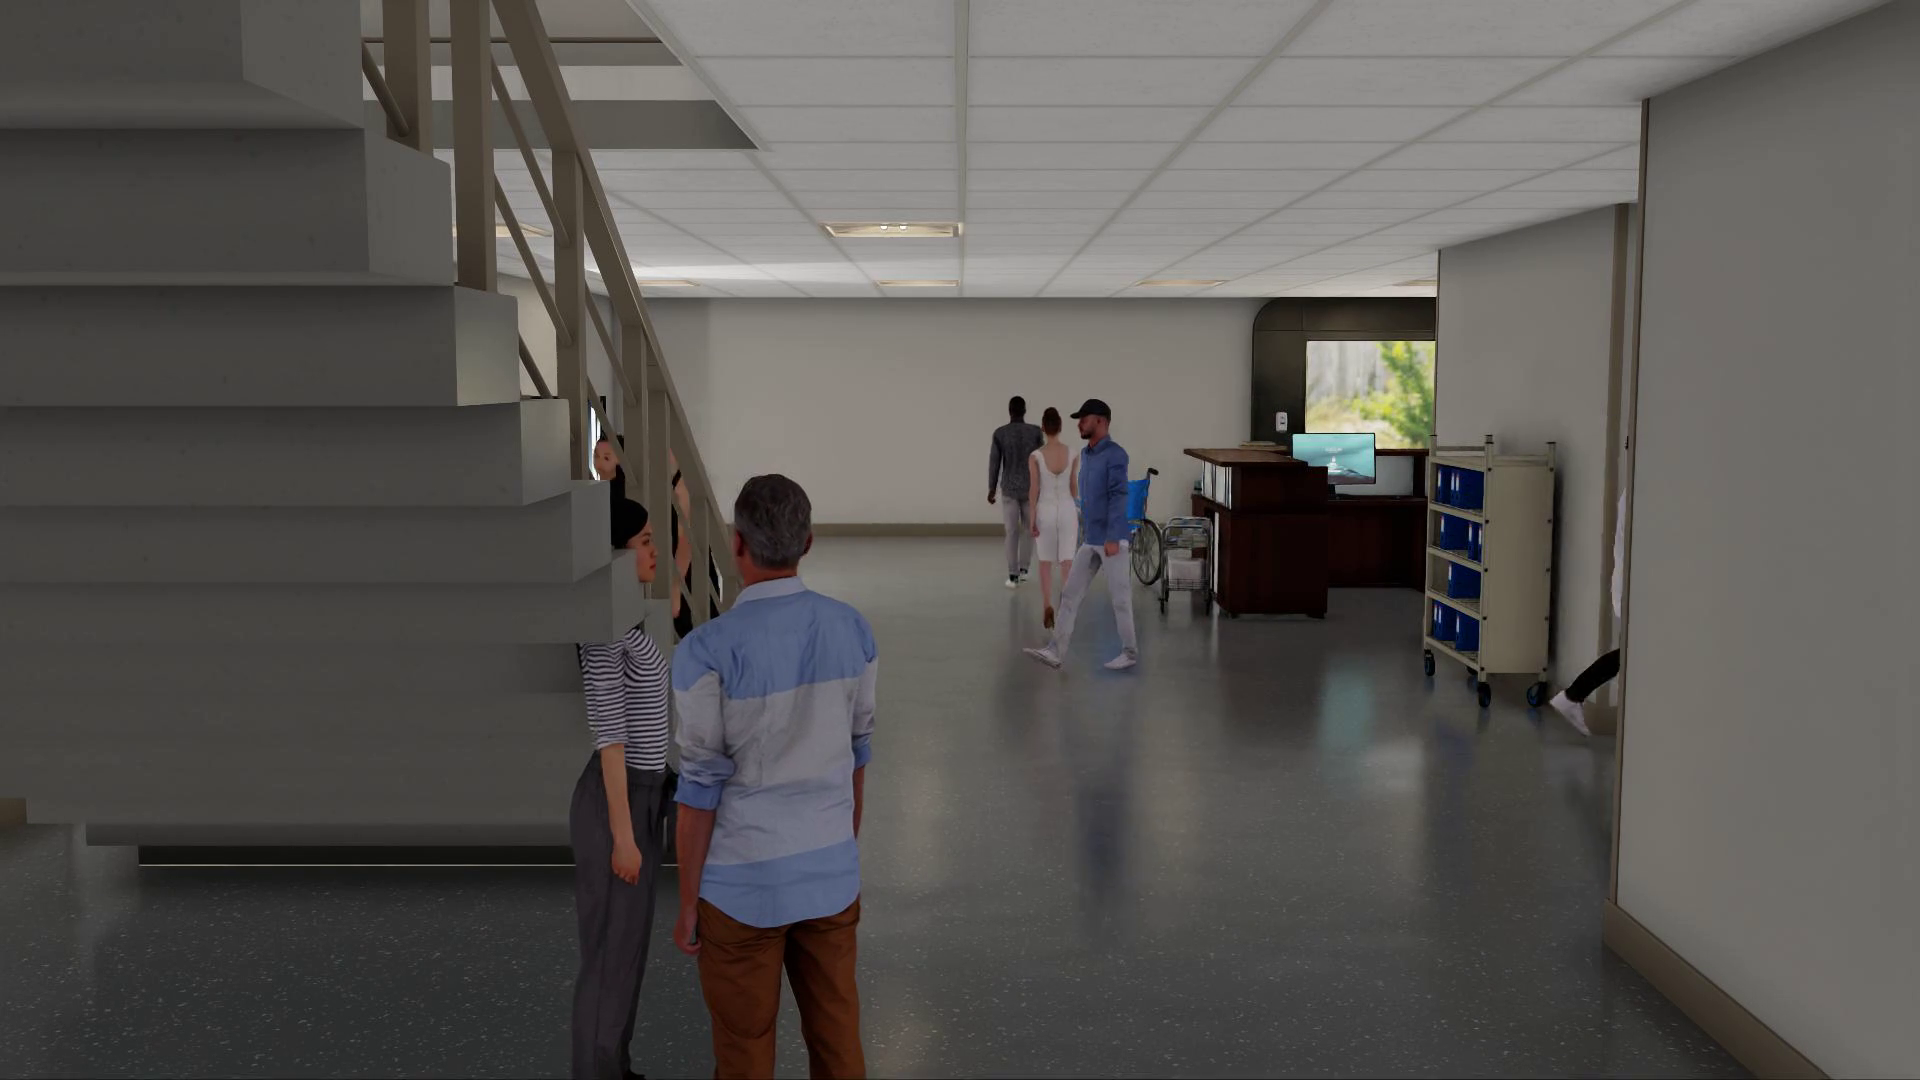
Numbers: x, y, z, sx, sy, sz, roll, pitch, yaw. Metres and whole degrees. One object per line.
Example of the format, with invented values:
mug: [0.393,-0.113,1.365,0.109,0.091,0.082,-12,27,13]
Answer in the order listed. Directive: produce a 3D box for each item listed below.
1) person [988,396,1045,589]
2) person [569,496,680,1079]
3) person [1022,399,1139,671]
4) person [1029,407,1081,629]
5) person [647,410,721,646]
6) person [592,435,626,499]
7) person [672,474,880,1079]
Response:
person: [0.573,-0.445,15.839,0.718,1.821,0.688,0,6,-5]
person: [-0.935,0.742,4.475,0.663,1.732,0.463,0,6,-3]
person: [1.056,-0.002,11.322,1.085,1.842,1.147,-3,7,-30]
person: [0.757,-0.119,12.871,0.556,1.766,1.071,0,6,-2]
person: [-1.381,0.241,8.796,0.990,1.864,0.929,-5,8,-41]
person: [-1.975,0.245,9.626,0.940,1.691,0.912,-4,7,-34]
person: [-0.418,0.757,3.850,0.768,1.828,0.794,-4,7,-37]
